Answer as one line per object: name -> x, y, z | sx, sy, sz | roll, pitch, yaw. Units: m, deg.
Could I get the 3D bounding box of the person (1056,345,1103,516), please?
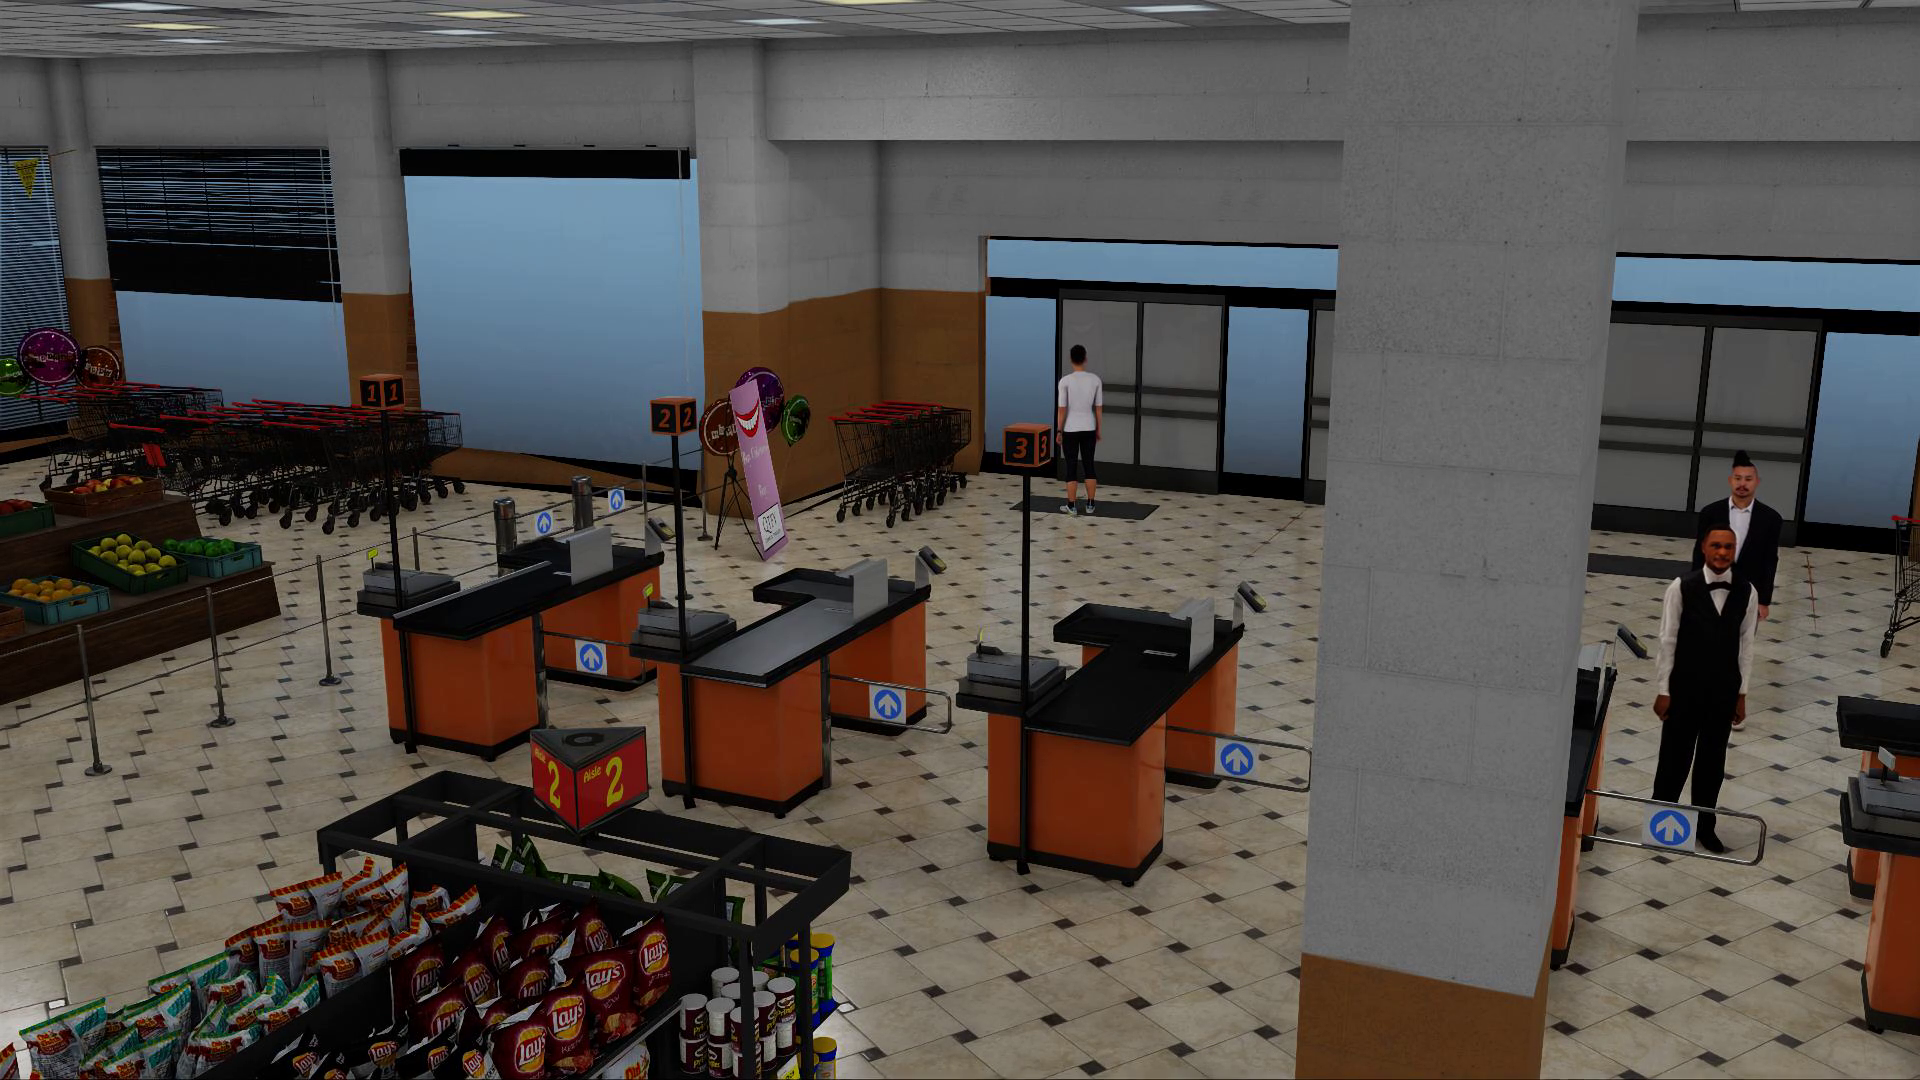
person -> 1.301, -1.202, 18.131 | 0.744, 1.849, 0.778 | -4, 14, -15

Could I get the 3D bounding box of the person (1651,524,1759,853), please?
person -> 4.272, 0.837, 9.577 | 0.758, 1.919, 0.705 | 1, 14, 6

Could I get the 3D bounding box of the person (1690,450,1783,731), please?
person -> 5.362, 0.340, 11.562 | 0.691, 1.950, 0.569 | 6, 15, 24
